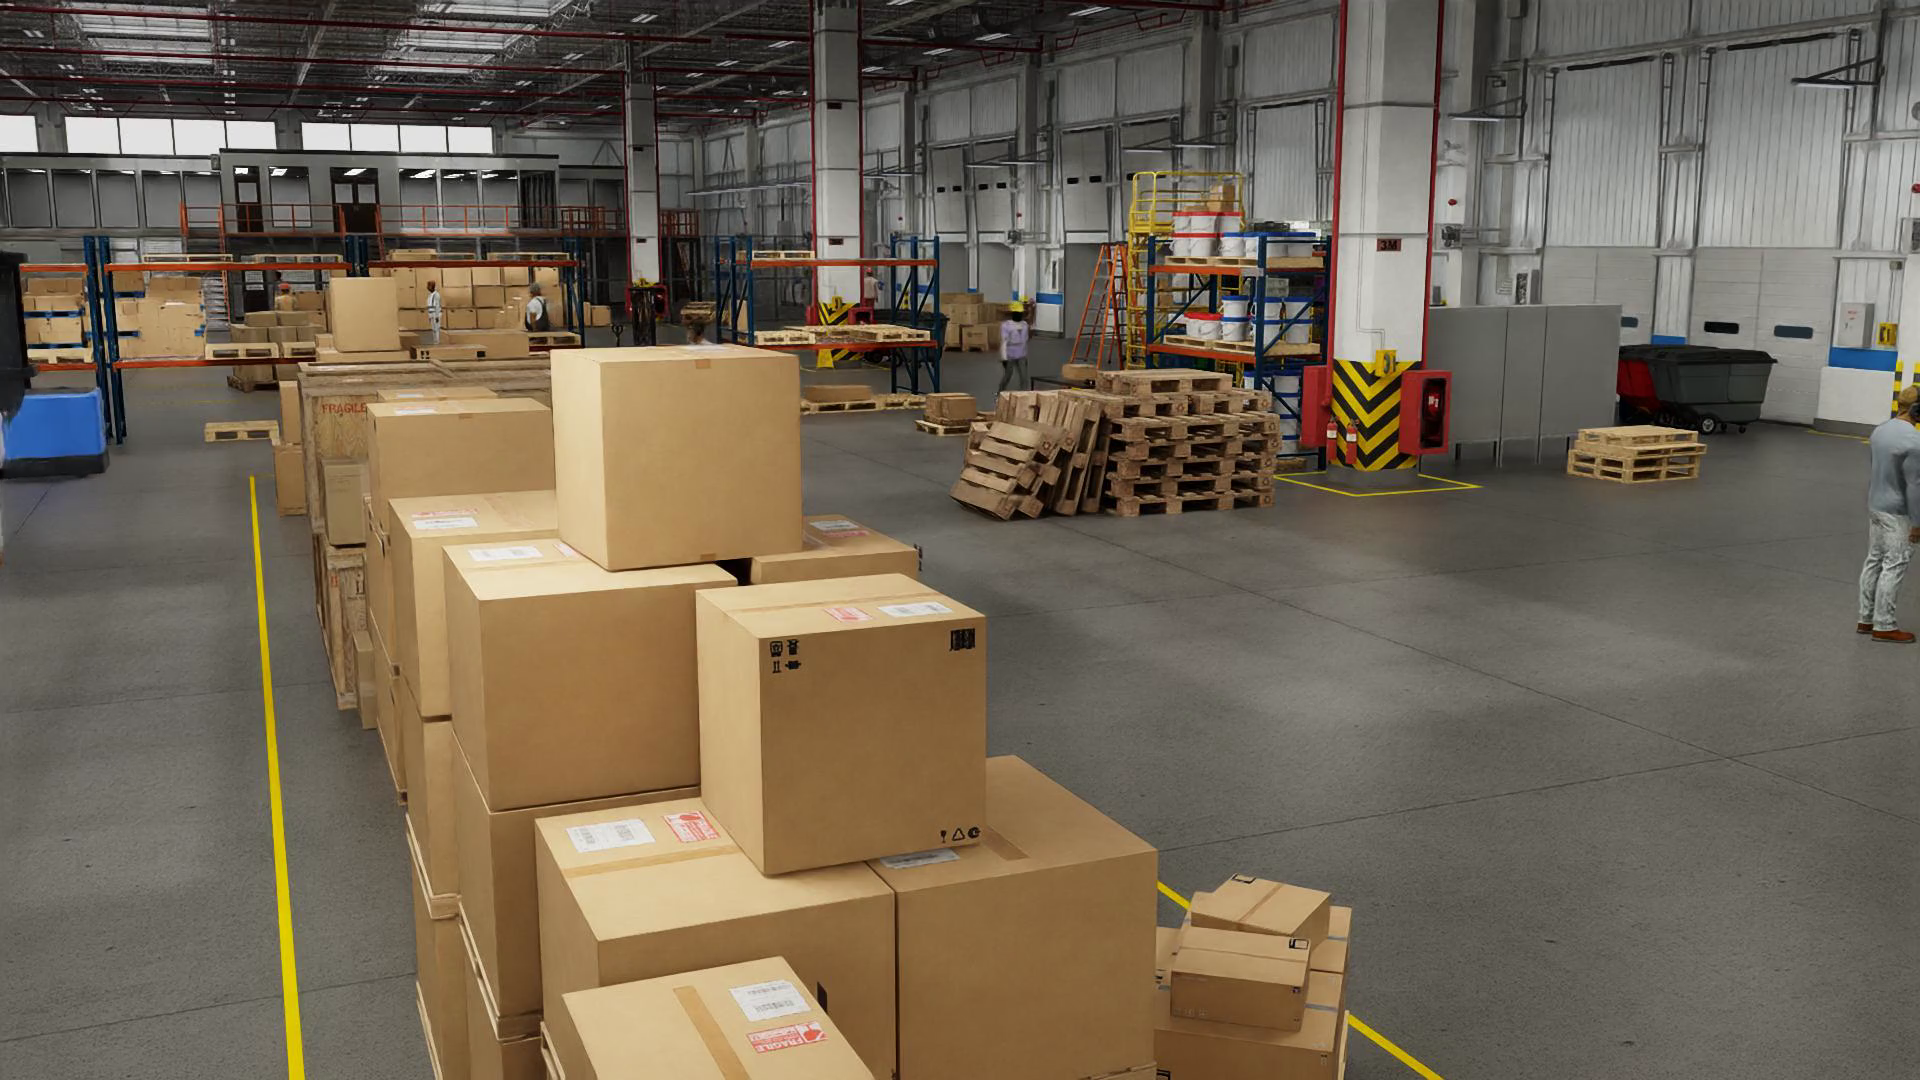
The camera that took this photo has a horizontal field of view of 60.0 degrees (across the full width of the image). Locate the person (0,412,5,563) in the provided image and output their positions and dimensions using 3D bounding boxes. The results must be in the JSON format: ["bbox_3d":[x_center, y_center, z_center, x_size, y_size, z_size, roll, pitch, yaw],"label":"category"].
[{"bbox_3d":[-9.196,-0.679,15.445,0.992,1.790,0.645,10,14,42],"label":"person"}]

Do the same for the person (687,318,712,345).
[{"bbox_3d":[-3.509,-2.016,22.414,0.372,1.942,0.632,-6,12,-32],"label":"person"}]

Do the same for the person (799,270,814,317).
[{"bbox_3d":[-5.772,-9.317,62.957,0.951,1.832,0.536,9,13,39],"label":"person"}]

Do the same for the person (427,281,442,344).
[{"bbox_3d":[-14.059,-5.991,44.490,0.352,1.878,0.568,-8,13,-39],"label":"person"}]

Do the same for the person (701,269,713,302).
[{"bbox_3d":[-11.739,-11.836,76.835,0.631,1.830,0.528,-7,13,-35],"label":"person"}]

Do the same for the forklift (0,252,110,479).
[{"bbox_3d":[-11.762,-2.173,20.664,1.873,2.768,1.129,-4,11,-23],"label":"forklift"}]

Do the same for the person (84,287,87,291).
[{"bbox_3d":[-26.363,-7.065,50.478,0.880,1.856,0.586,2,11,12],"label":"person"}]

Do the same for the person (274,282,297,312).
[{"bbox_3d":[-16.743,-5.455,41.400,0.547,1.924,0.629,-7,13,-35],"label":"person"}]

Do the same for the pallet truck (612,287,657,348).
[{"bbox_3d":[-6.464,-4.406,35.401,0.823,1.965,1.885,6,12,32],"label":"pallet truck"}]

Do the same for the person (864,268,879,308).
[{"bbox_3d":[-3.168,-8.540,58.257,0.652,1.968,0.693,-1,10,-8],"label":"person"}]

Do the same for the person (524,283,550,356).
[{"bbox_3d":[-9.645,-4.913,38.079,1.023,2.000,0.688,4,11,20],"label":"person"}]

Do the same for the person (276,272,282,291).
[{"bbox_3d":[-22.203,-7.812,54.393,0.399,1.920,0.589,1,10,4],"label":"person"}]

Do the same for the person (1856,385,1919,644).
[{"bbox_3d":[6.969,-0.191,12.378,0.384,1.930,0.634,0,10,0],"label":"person"}]

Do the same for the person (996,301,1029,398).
[{"bbox_3d":[0.962,-3.309,29.629,0.592,1.897,0.915,-6,12,-29],"label":"person"}]
